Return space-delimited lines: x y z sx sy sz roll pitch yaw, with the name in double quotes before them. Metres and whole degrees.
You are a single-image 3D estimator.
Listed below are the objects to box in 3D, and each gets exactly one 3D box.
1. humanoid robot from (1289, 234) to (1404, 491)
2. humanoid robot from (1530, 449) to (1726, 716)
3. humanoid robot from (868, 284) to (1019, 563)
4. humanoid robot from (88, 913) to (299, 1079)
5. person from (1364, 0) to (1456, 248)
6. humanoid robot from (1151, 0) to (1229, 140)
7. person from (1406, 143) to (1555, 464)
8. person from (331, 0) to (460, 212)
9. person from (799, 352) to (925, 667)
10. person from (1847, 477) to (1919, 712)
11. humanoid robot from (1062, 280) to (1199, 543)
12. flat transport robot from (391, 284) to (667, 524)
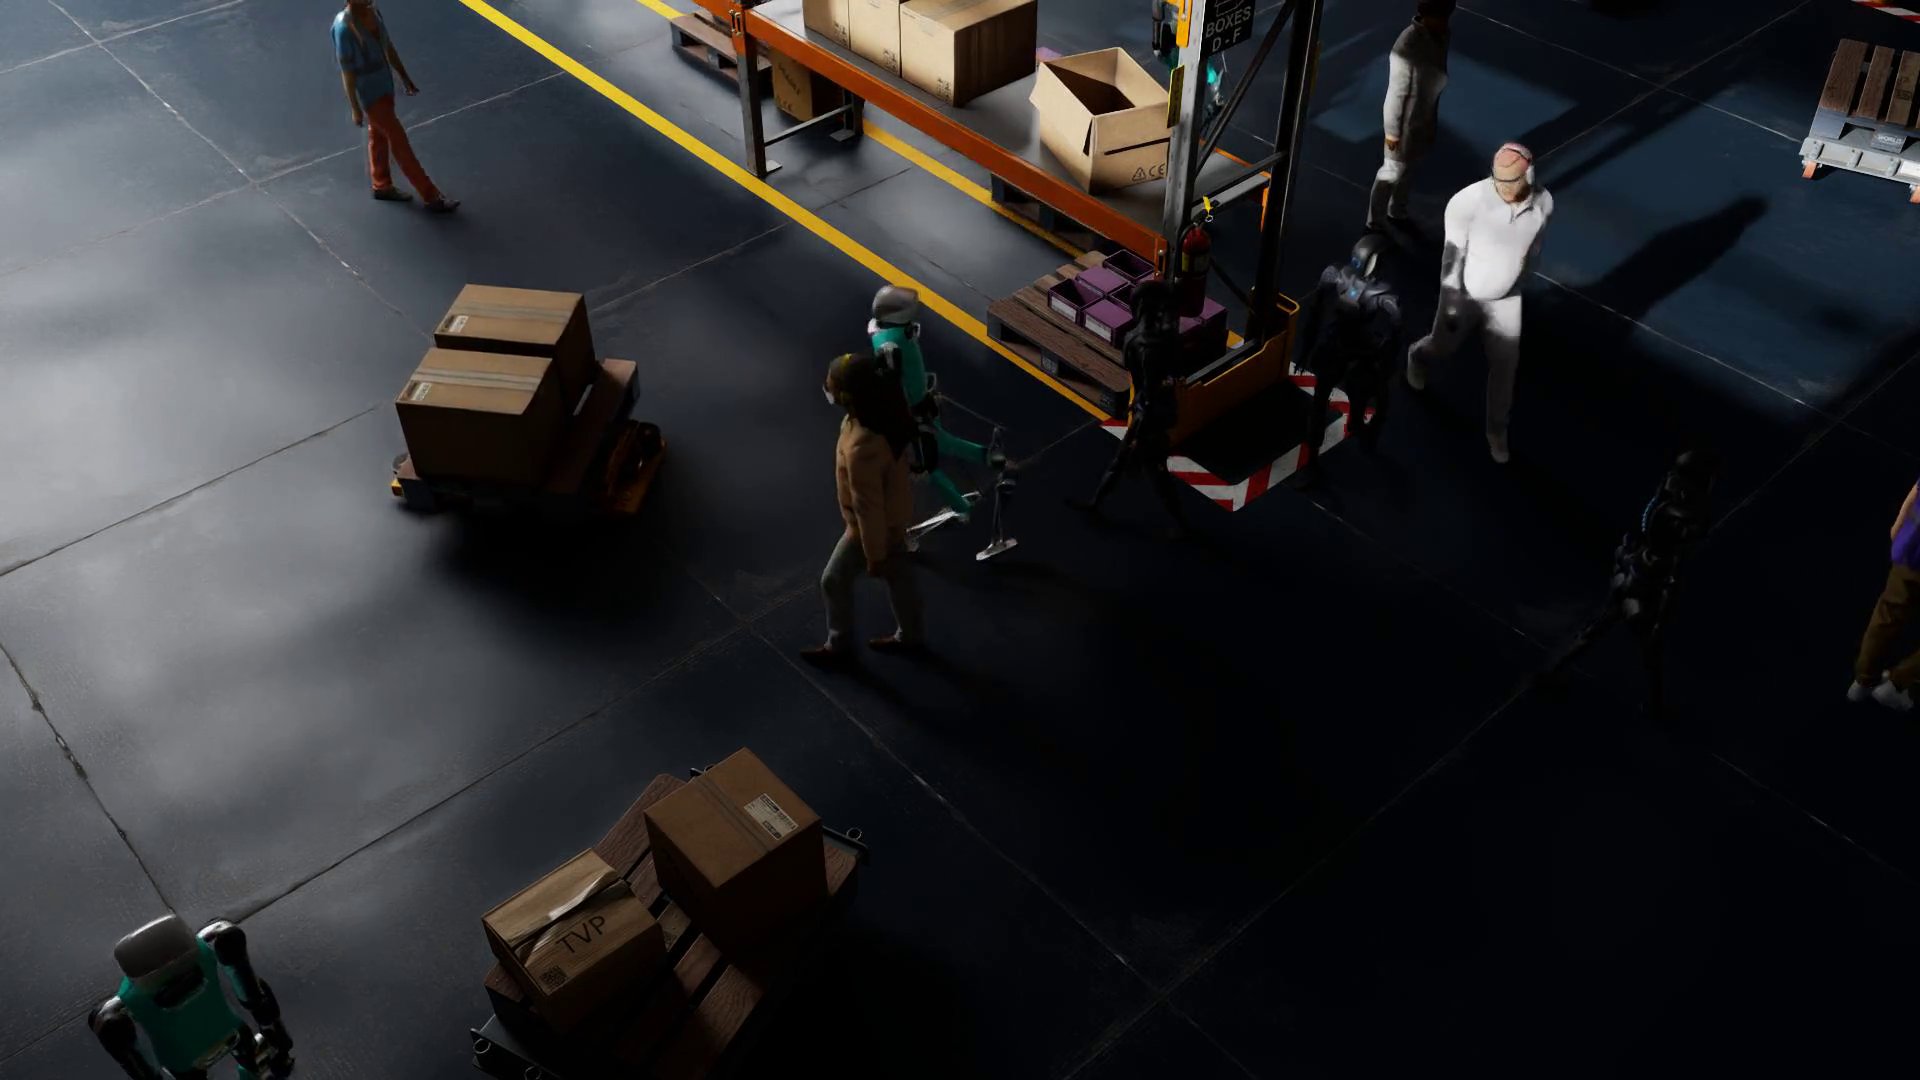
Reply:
"humanoid robot" 2.190 -1.034 9.189 0.601 1.630 0.644 31 51 29
"humanoid robot" 3.283 0.189 7.883 0.771 1.628 0.595 4 43 4
"humanoid robot" 0.016 -0.541 8.615 0.984 1.724 0.552 2 43 2
"humanoid robot" -2.402 2.058 5.827 0.786 1.840 0.543 27 49 26
"person" 2.980 -2.792 10.988 0.520 1.824 0.363 -33 52 -31
"humanoid robot" 1.653 -3.518 11.838 0.546 1.762 0.927 -12 44 -13
"person" 2.992 -1.425 9.480 0.625 1.839 0.915 -3 43 -3
"person" -3.850 -3.039 11.312 0.819 1.734 0.525 7 43 8
"person" -0.527 -0.117 8.055 0.770 1.845 0.565 6 43 7
"person" 4.611 0.086 7.778 0.484 1.918 0.564 -24 48 -23
"humanoid robot" 0.968 -0.644 8.790 0.780 1.622 0.597 2 43 2
"flat transport robot" -2.478 -0.456 9.591 1.431 0.231 0.659 6 43 6
